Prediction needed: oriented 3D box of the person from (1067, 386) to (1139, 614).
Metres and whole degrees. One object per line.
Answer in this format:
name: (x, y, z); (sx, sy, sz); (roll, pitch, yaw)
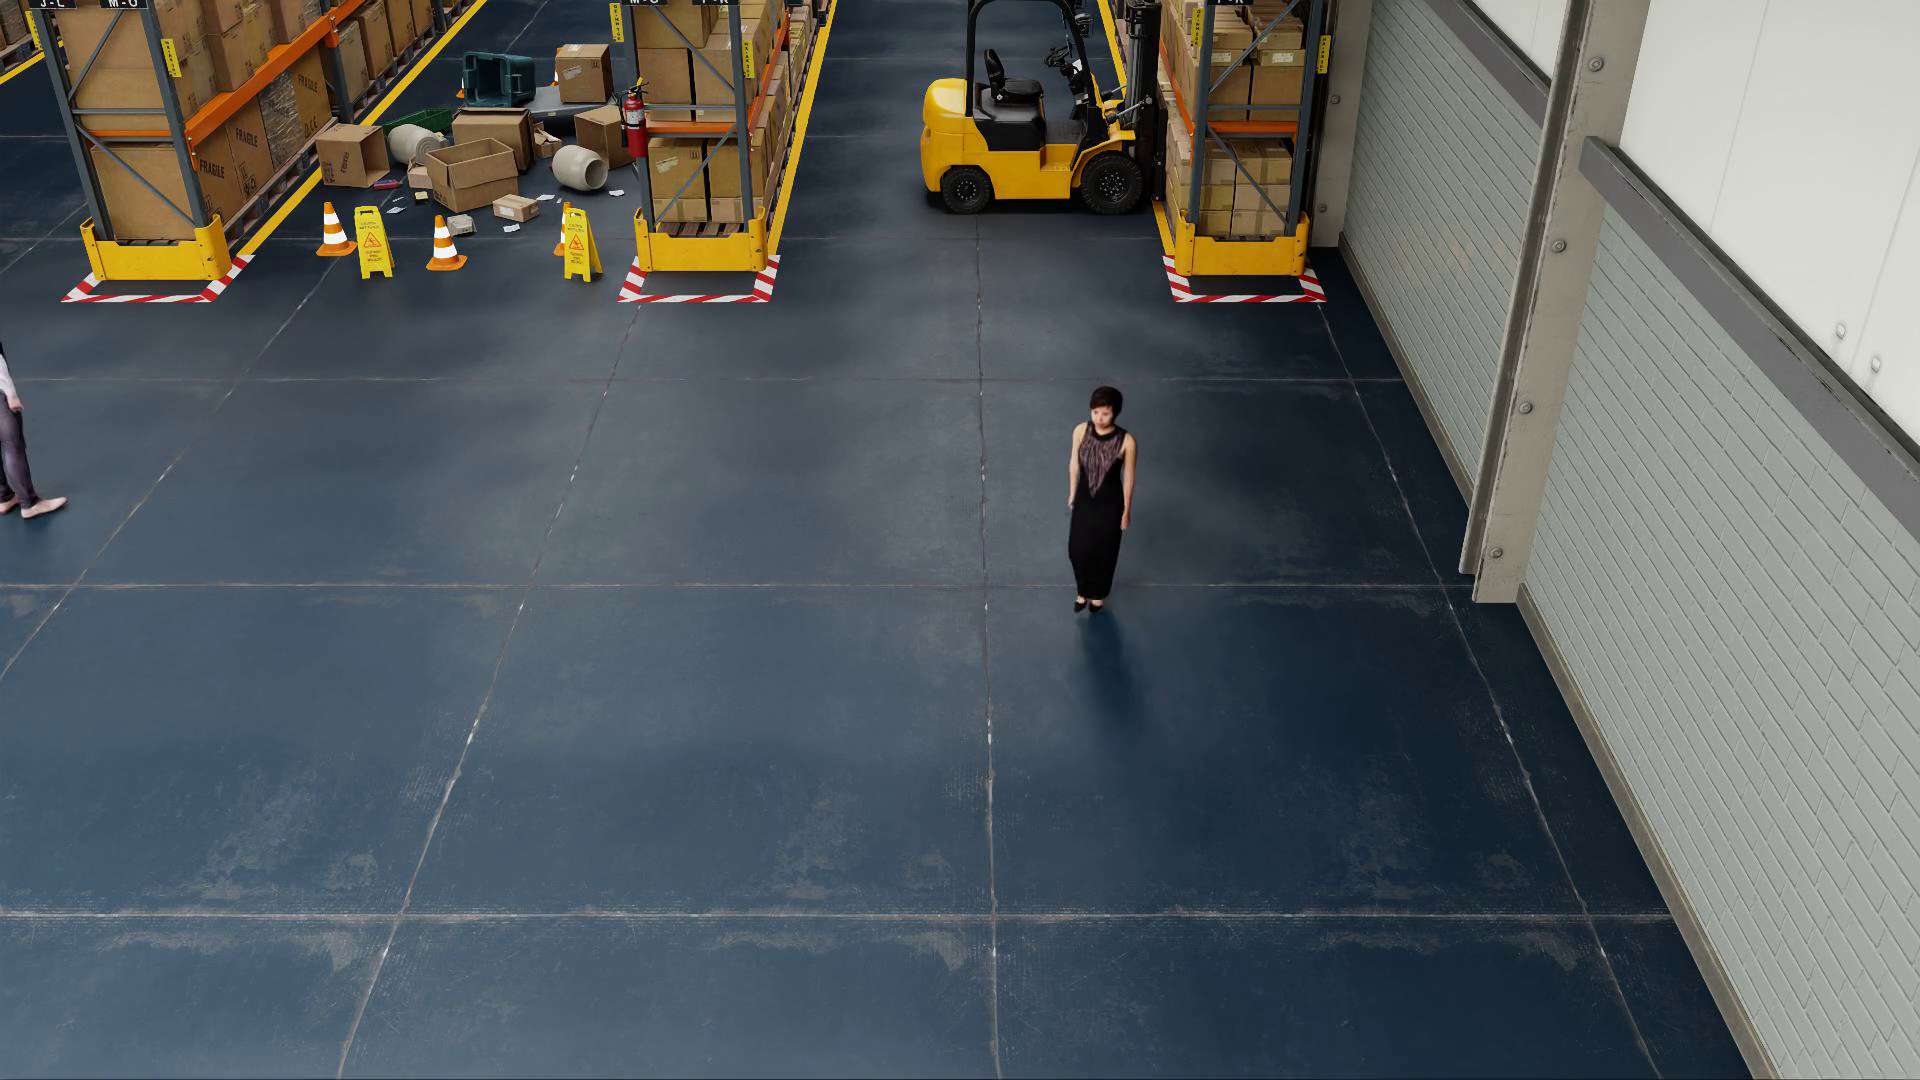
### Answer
person: (0.905, -0.265, 10.338); (0.683, 1.587, 0.693); (13, 34, 19)

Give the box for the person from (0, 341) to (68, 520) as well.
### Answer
person: (-6.597, -0.998, 11.280); (0.775, 1.822, 0.752); (15, 35, 22)
